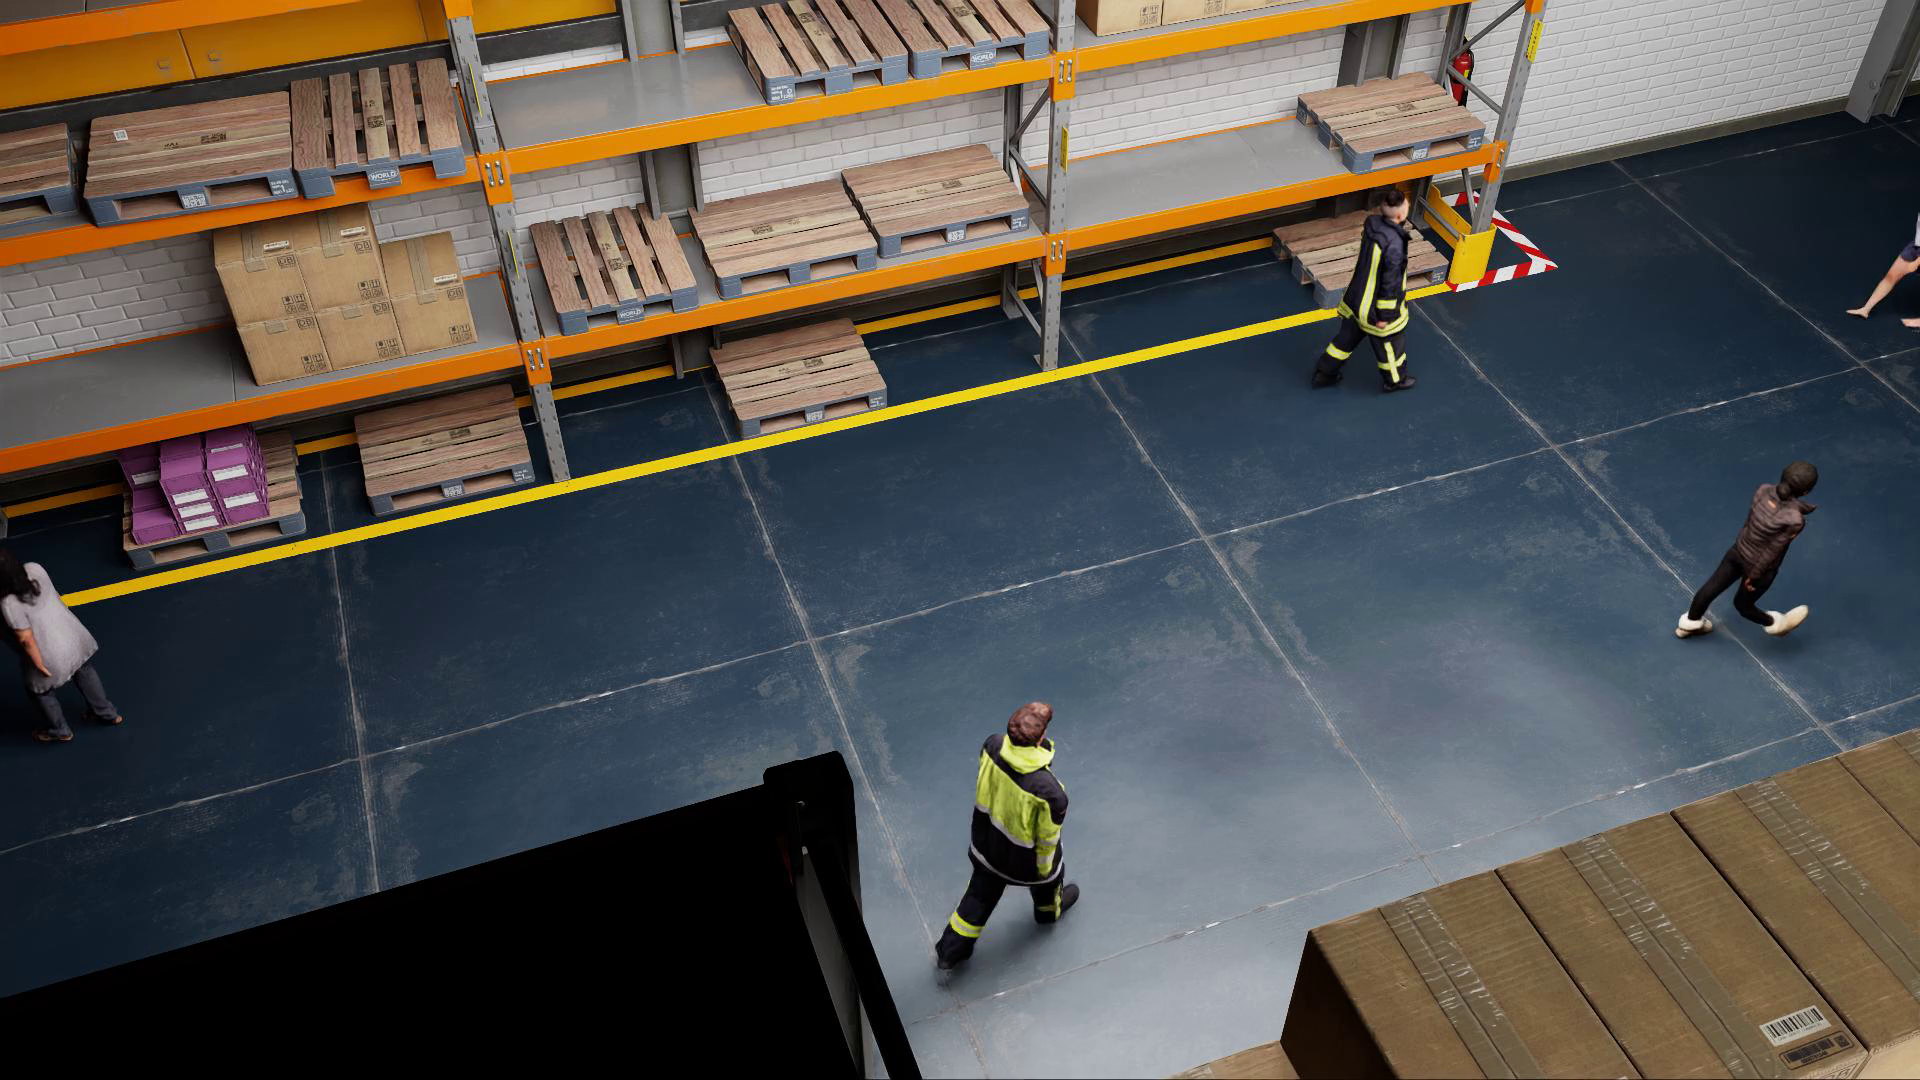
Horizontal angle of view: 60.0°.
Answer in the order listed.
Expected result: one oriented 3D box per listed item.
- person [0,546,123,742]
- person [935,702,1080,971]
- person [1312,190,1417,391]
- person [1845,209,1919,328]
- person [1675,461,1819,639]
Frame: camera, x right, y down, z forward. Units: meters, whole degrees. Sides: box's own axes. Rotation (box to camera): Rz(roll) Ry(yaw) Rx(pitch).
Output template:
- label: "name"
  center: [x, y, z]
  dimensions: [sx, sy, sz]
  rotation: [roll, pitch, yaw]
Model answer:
- label: "person"
  center: [-5.606, 0.633, 10.336]
  dimensions: [0.878, 1.591, 0.792]
  rotation: [4, 44, 4]
- label: "person"
  center: [0.234, 1.652, 9.012]
  dimensions: [1.124, 1.942, 1.376]
  rotation: [33, 53, 30]
- label: "person"
  center: [3.135, -1.886, 12.811]
  dimensions: [1.059, 1.823, 0.803]
  rotation: [-11, 45, -11]
- label: "person"
  center: [7.931, -2.352, 13.522]
  dimensions: [1.020, 1.518, 0.844]
  rotation: [11, 45, 11]
- label: "person"
  center: [5.264, 0.091, 10.861]
  dimensions: [0.658, 1.650, 0.961]
  rotation: [-14, 45, -14]
